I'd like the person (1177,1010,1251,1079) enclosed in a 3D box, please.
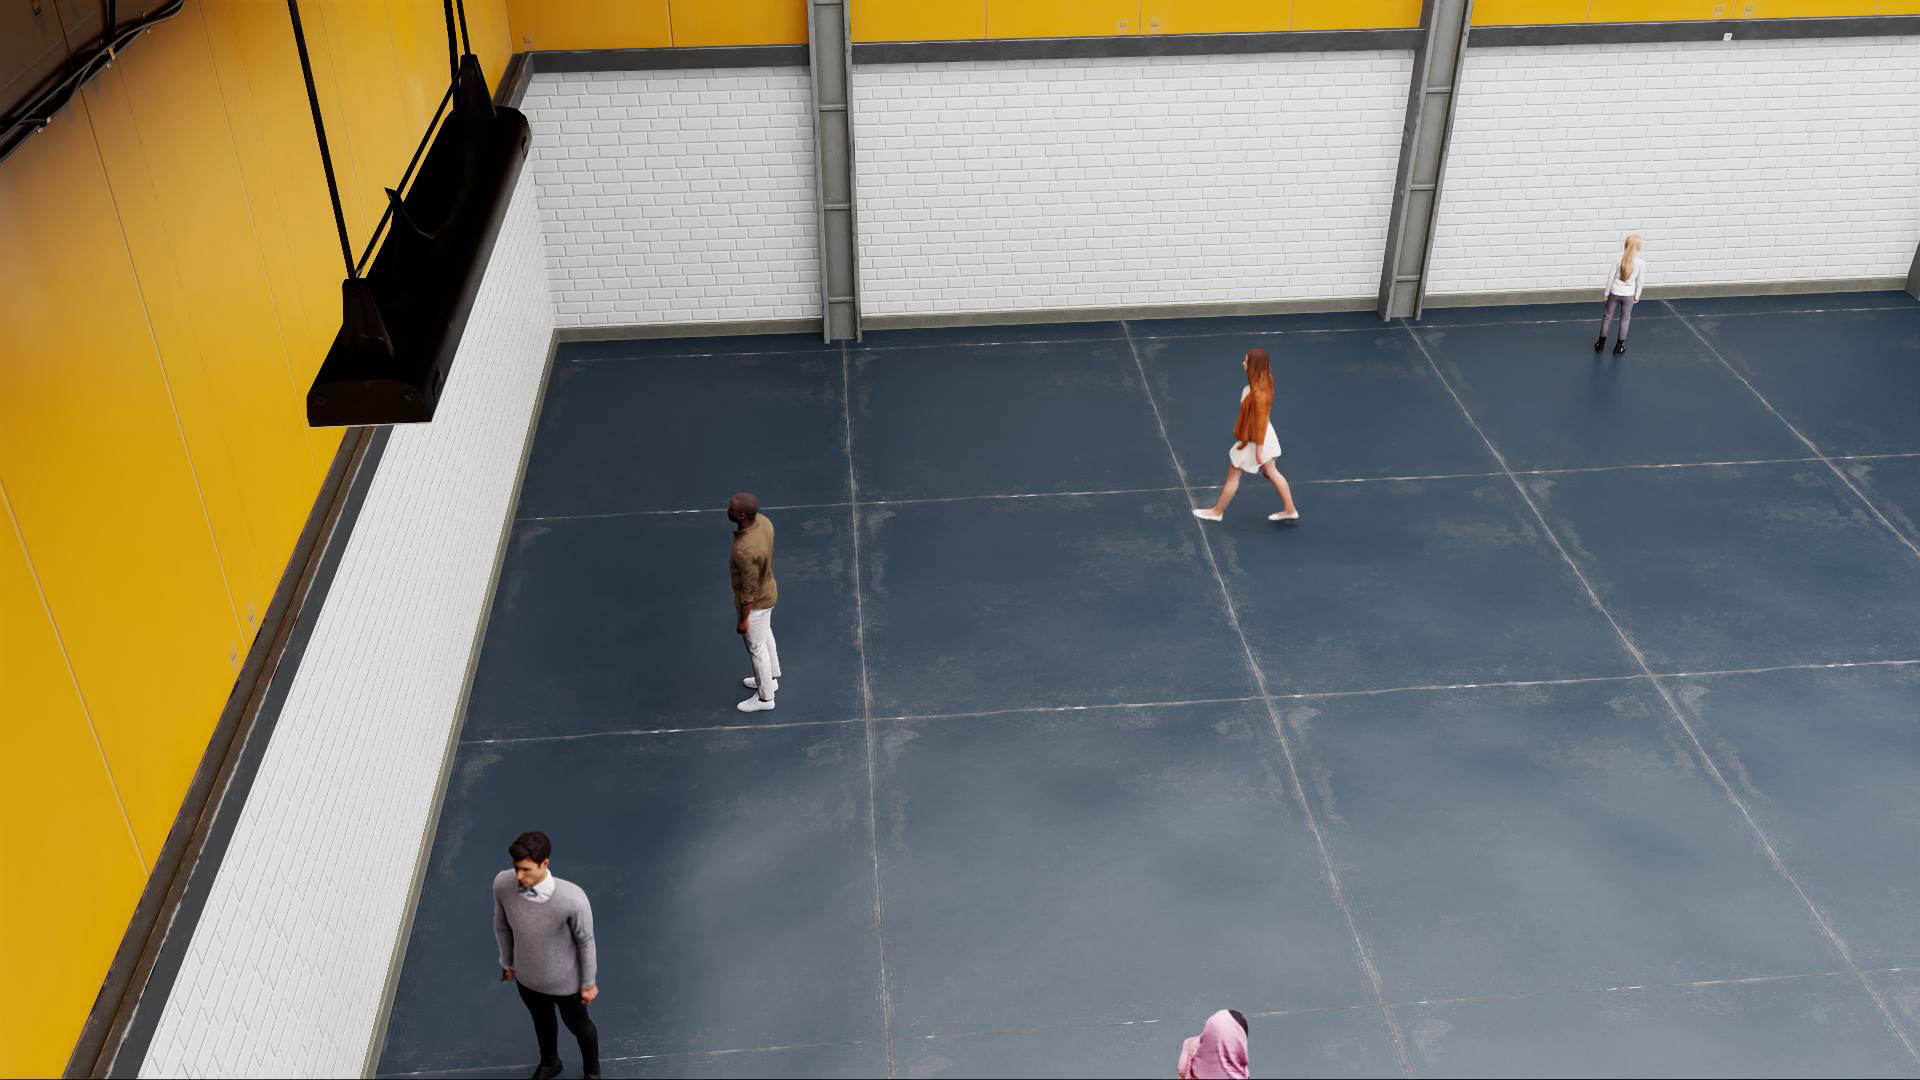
[{"bbox_3d":[1.203,2.969,8.348,0.845,1.645,0.806,-20,39,-28],"label":"person"}]

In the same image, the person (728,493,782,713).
[{"bbox_3d":[-1.484,0.429,12.006,0.641,1.825,0.755,3,34,4],"label":"person"}]

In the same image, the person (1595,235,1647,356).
[{"bbox_3d":[6.723,-2.495,16.898,0.550,1.279,0.635,14,36,20],"label":"person"}]

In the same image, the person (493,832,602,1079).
[{"bbox_3d":[-2.229,2.325,9.065,0.722,1.923,0.885,10,35,14],"label":"person"}]

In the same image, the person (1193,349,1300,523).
[{"bbox_3d":[2.593,-0.833,14.038,1.206,1.677,0.914,10,35,14],"label":"person"}]
